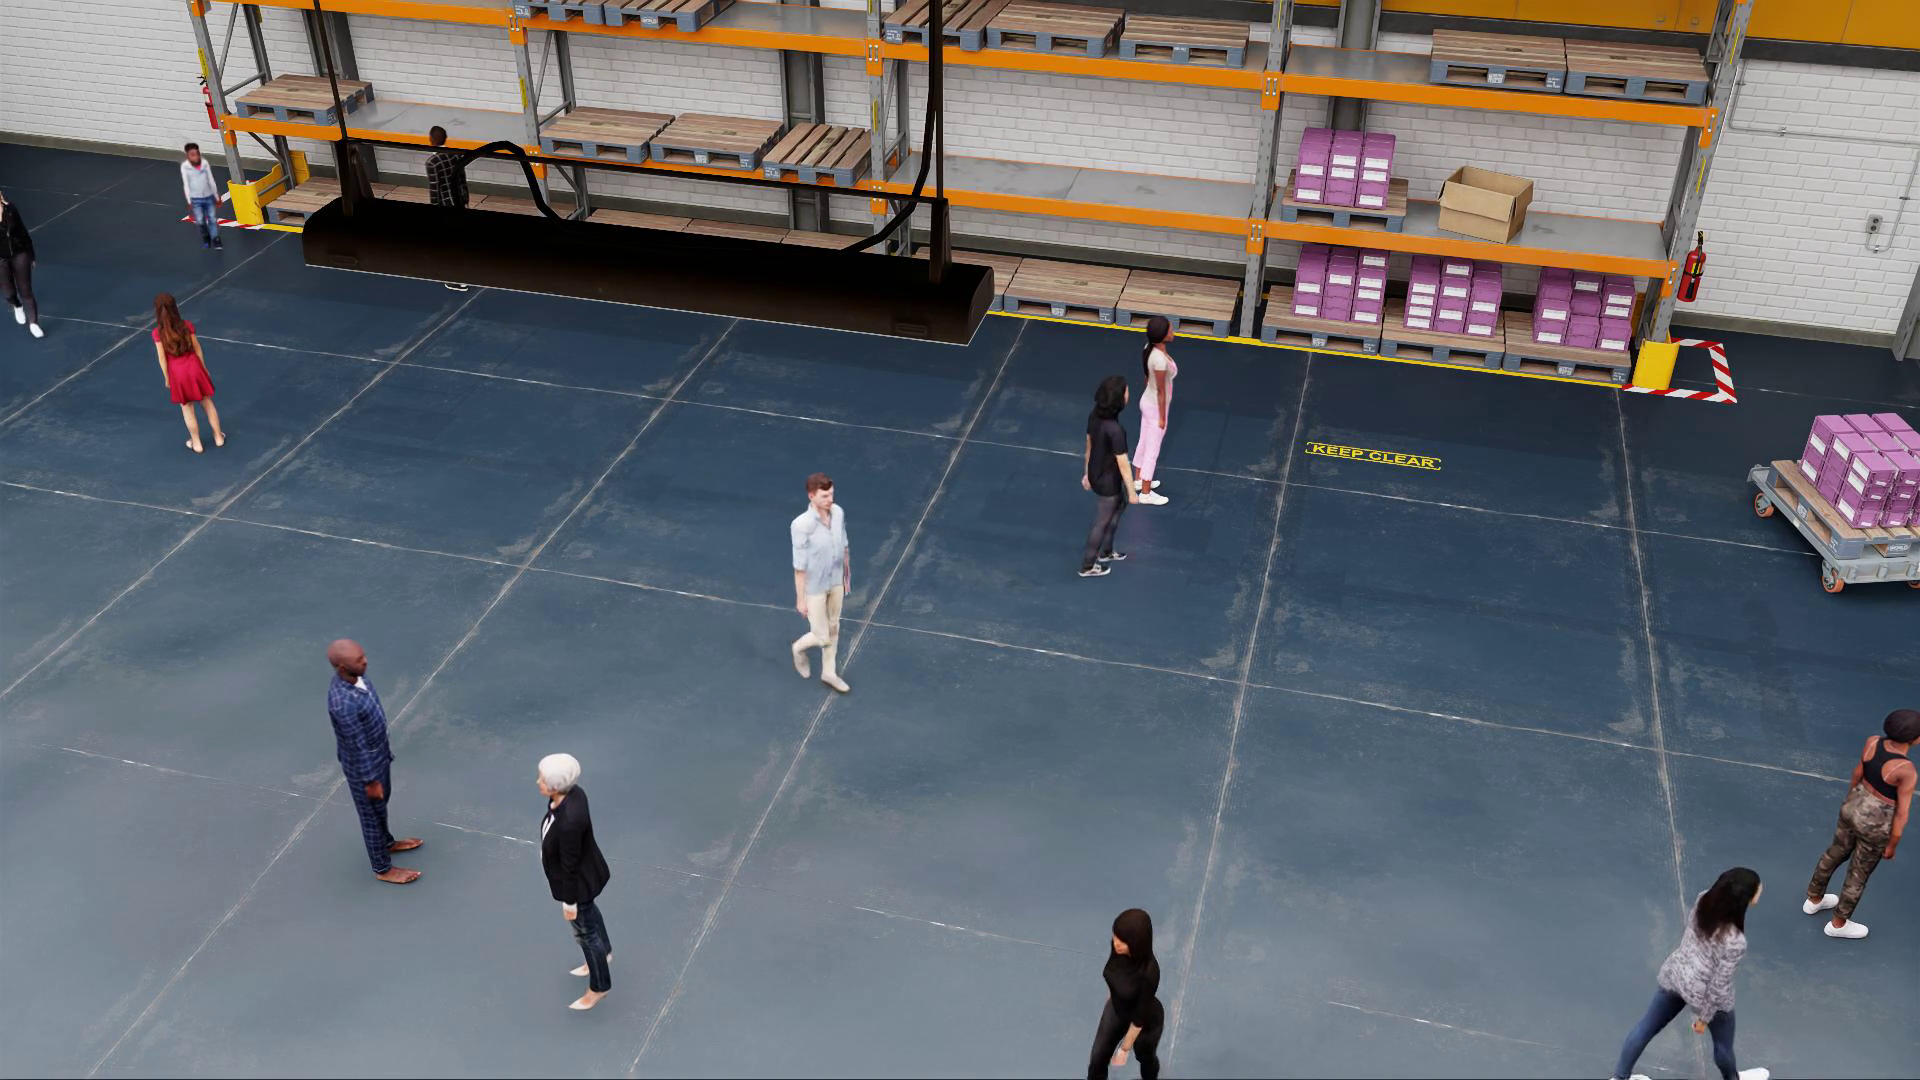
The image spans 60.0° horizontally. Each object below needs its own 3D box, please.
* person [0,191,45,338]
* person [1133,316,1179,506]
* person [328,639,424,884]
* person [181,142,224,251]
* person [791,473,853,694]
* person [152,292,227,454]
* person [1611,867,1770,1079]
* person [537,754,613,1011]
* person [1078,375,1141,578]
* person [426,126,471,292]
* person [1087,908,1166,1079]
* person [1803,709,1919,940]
[{"bbox_3d":[-9.788,-2.911,17.109,0.831,1.673,0.896,-20,39,-28],"label":"person"},{"bbox_3d":[1.681,-1.140,14.383,0.636,1.741,0.647,-5,34,-7],"label":"person"},{"bbox_3d":[-3.759,1.377,10.526,0.752,1.820,0.754,-6,34,-8],"label":"person"},{"bbox_3d":[-8.701,-3.966,19.073,0.597,1.256,0.655,-18,38,-25],"label":"person"},{"bbox_3d":[-1.067,0.289,12.143,0.898,1.842,0.829,27,42,34],"label":"person"},{"bbox_3d":[-7.052,-1.530,15.140,0.680,1.552,0.740,-22,39,-29],"label":"person"},{"bbox_3d":[3.904,2.446,9.033,1.186,1.691,0.941,-7,34,-10],"label":"person"},{"bbox_3d":[-2.217,1.964,9.539,0.740,1.780,0.818,-7,34,-10],"label":"person"},{"bbox_3d":[1.093,-0.472,13.308,0.856,1.819,0.805,-8,35,-12],"label":"person"},{"bbox_3d":[-5.499,-3.600,18.012,0.684,1.820,0.735,21,39,28],"label":"person"},{"bbox_3d":[1.003,2.535,8.961,0.889,1.622,0.868,-23,40,-31],"label":"person"},{"bbox_3d":[5.535,1.705,10.140,0.669,1.700,0.661,-8,34,-11],"label":"person"}]
